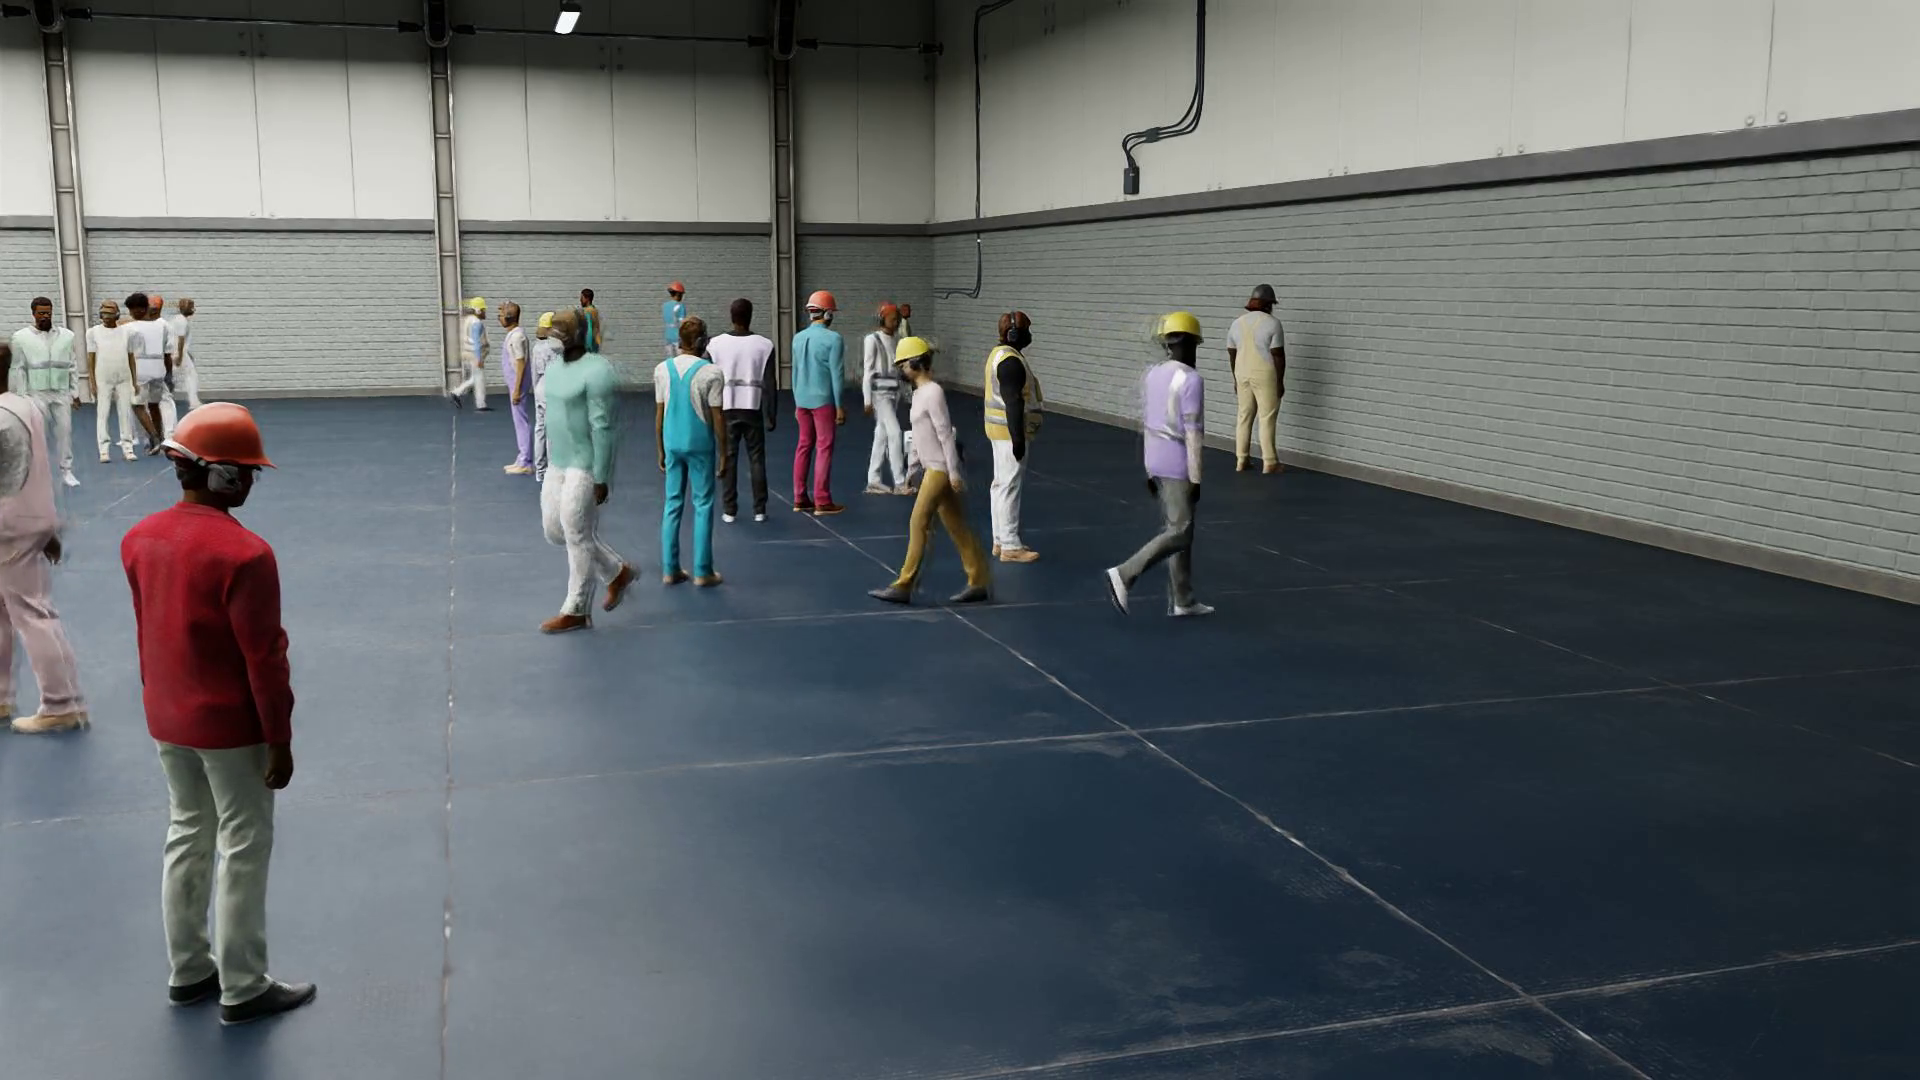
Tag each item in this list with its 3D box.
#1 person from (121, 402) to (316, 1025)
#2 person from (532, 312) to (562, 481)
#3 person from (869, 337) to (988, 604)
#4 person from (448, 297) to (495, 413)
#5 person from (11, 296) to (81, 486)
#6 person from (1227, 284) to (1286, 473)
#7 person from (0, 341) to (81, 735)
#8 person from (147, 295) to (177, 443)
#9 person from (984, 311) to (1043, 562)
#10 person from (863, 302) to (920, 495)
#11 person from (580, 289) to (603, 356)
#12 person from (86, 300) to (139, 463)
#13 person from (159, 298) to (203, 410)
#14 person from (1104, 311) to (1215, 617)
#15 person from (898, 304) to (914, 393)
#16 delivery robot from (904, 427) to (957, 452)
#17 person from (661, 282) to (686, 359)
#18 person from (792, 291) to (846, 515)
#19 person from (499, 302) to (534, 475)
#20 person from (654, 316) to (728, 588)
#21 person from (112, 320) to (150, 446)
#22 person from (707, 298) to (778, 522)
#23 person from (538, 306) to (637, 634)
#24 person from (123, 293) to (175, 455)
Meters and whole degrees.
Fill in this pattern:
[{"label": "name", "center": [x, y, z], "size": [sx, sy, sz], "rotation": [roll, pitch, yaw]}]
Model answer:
[{"label": "person", "center": [-2.062, 0.485, 4.675], "size": [0.573, 1.739, 0.351], "rotation": [5, 10, 28]}, {"label": "person", "center": [-4.189, -1.458, 17.056], "size": [0.315, 1.743, 0.487], "rotation": [-9, 12, -44]}, {"label": "person", "center": [-0.215, -0.435, 10.606], "size": [0.852, 1.701, 0.569], "rotation": [-1, 9, -9]}, {"label": "person", "center": [-7.583, -2.860, 25.805], "size": [0.600, 1.813, 0.610], "rotation": [-4, 10, -26]}, {"label": "person", "center": [-9.133, -1.474, 16.649], "size": [0.392, 1.911, 0.584], "rotation": [8, 12, 40]}, {"label": "person", "center": [3.255, -1.745, 17.943], "size": [0.536, 2.000, 0.672], "rotation": [-9, 12, -44]}, {"label": "person", "center": [-4.404, -0.005, 7.519], "size": [0.766, 1.819, 0.532], "rotation": [-1, 9, -7]}, {"label": "person", "center": [-9.812, -2.054, 20.420], "size": [0.356, 1.881, 0.575], "rotation": [-4, 10, -25]}, {"label": "person", "center": [0.398, -0.766, 12.329], "size": [0.429, 1.843, 0.622], "rotation": [-1, 9, -8]}, {"label": "person", "center": [-0.599, -1.344, 15.955], "size": [0.809, 1.852, 0.607], "rotation": [5, 10, 31]}, {"label": "person", "center": [-6.324, -3.336, 28.478], "size": [0.392, 1.920, 0.593], "rotation": [-1, 9, -6]}, {"label": "person", "center": [-9.637, -1.803, 18.944], "size": [0.507, 1.842, 0.351], "rotation": [-7, 11, -36]}, {"label": "person", "center": [-12.474, -2.938, 26.384], "size": [0.870, 1.799, 0.519], "rotation": [-8, 12, -41]}, {"label": "person", "center": [1.222, -0.442, 10.125], "size": [0.714, 1.890, 0.589], "rotation": [-4, 10, -22]}, {"label": "person", "center": [-1.003, -3.493, 30.384], "size": [0.279, 1.633, 0.505], "rotation": [-2, 9, -12]}, {"label": "delivery robot", "center": [-0.323, -1.127, 18.419], "size": [0.477, 0.478, 0.707], "rotation": [5, 10, 27]}, {"label": "person", "center": [-5.043, -3.578, 29.655], "size": [0.610, 2.035, 0.389], "rotation": [8, 12, 43]}, {"label": "person", "center": [-1.248, -1.222, 14.827], "size": [0.629, 1.981, 0.435], "rotation": [9, 12, 44]}, {"label": "person", "center": [-4.721, -1.609, 17.704], "size": [0.344, 1.842, 0.506], "rotation": [-3, 9, -16]}, {"label": "person", "center": [-1.815, -0.588, 11.222], "size": [0.523, 1.834, 0.339], "rotation": [3, 9, 17]}, {"label": "person", "center": [-10.418, -1.997, 20.925], "size": [0.321, 1.609, 0.634], "rotation": [4, 10, 24]}, {"label": "person", "center": [-1.864, -1.106, 14.269], "size": [0.599, 1.915, 0.413], "rotation": [-1, 9, -7]}, {"label": "person", "center": [-2.228, -0.419, 9.849], "size": [0.617, 1.926, 0.642], "rotation": [-9, 12, -44]}, {"label": "person", "center": [-9.633, -1.963, 19.701], "size": [0.686, 1.924, 0.602], "rotation": [4, 10, 24]}]
